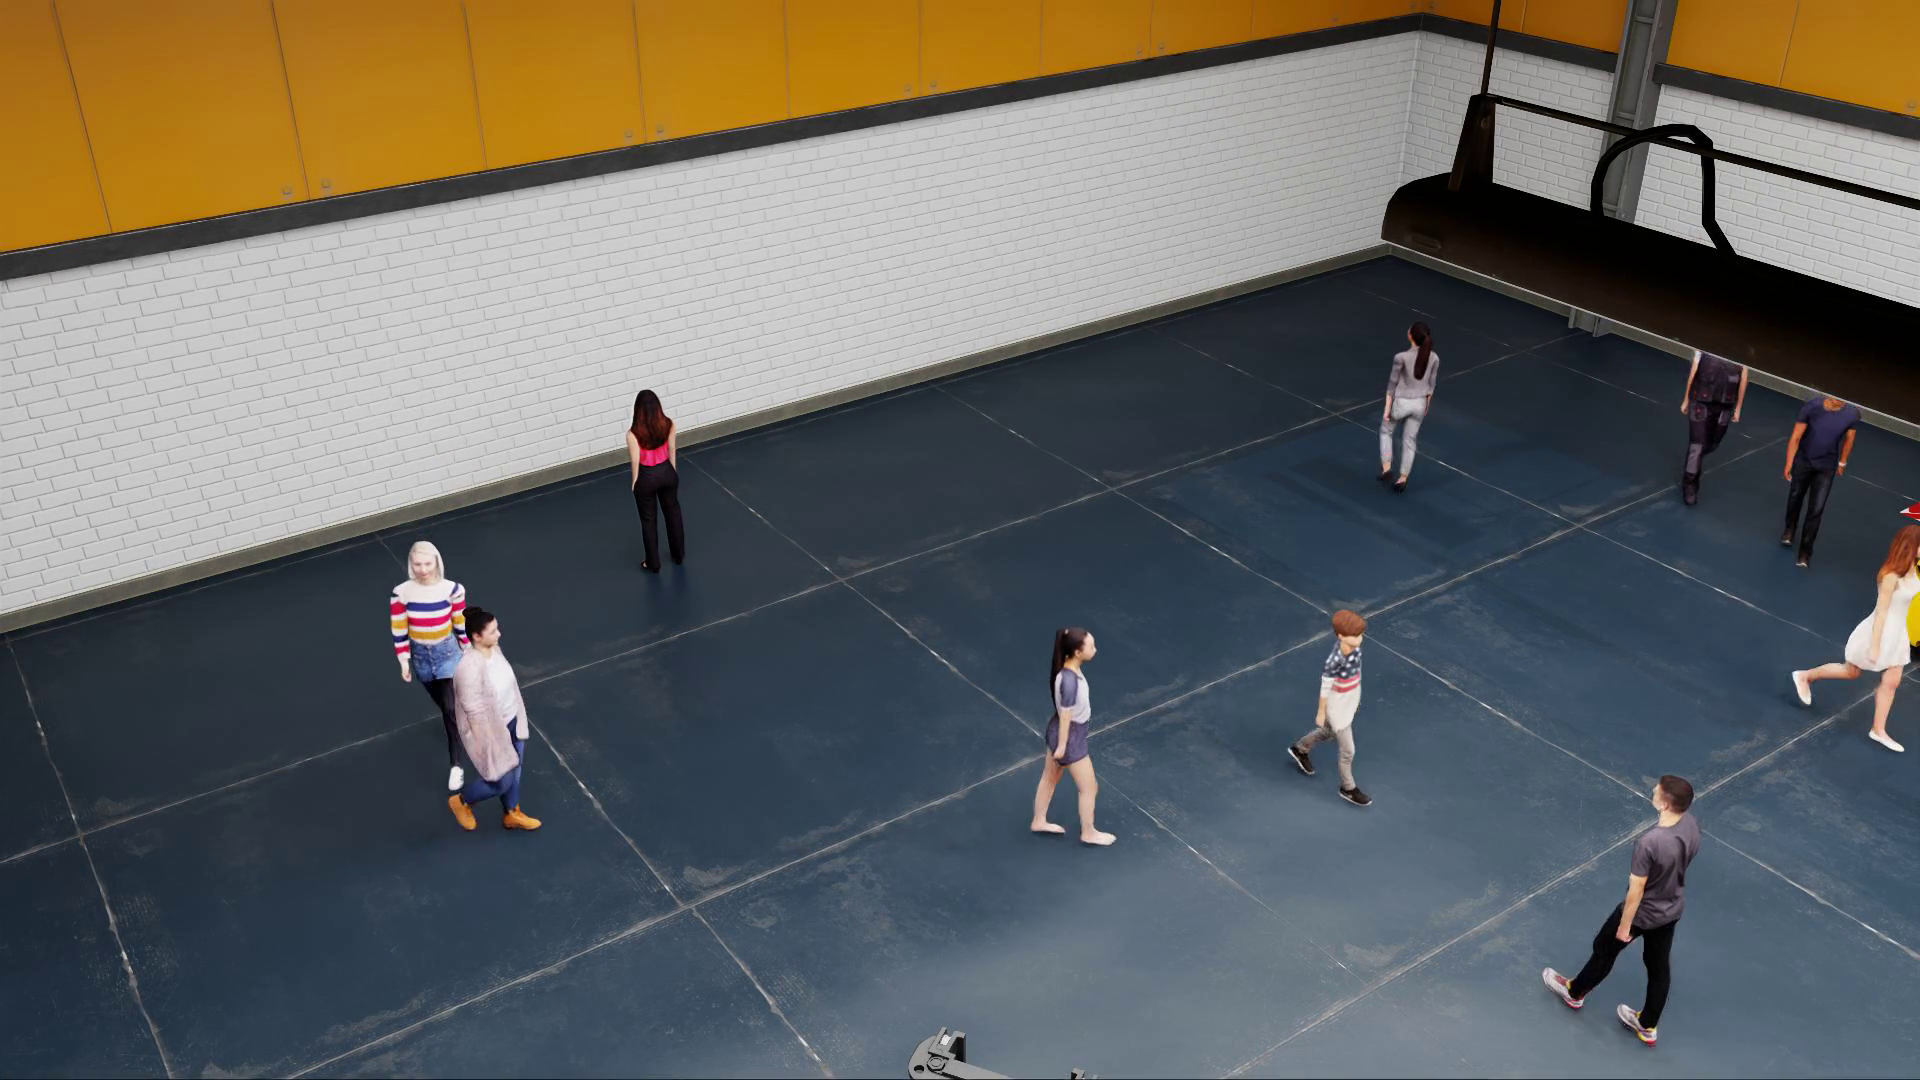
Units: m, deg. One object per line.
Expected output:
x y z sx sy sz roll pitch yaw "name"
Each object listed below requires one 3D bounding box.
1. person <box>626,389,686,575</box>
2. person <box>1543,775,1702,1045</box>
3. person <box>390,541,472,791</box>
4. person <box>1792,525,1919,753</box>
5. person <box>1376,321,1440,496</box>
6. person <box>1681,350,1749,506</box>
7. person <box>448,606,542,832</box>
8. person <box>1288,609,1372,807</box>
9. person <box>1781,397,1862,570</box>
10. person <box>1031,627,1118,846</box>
-2.575 -0.510 14.052 0.571 1.660 0.506 -19 34 -31 "person"
3.873 2.081 9.213 0.689 1.745 0.911 -16 32 -27 "person"
-3.640 0.777 11.578 1.010 1.770 1.233 -4 29 -6 "person"
6.510 0.641 11.915 0.603 1.685 1.113 -17 33 -28 "person"
4.128 -1.168 15.256 0.757 1.661 0.776 -3 29 -6 "person"
6.910 -1.287 15.310 1.135 1.820 1.170 6 29 11 "person"
-3.130 1.205 10.833 1.013 1.732 0.954 4 29 8 "person"
2.548 1.093 11.373 0.984 1.411 0.664 23 36 36 "person"
7.343 -0.688 14.301 1.120 1.733 1.015 15 32 25 "person"
0.604 1.280 10.803 0.886 1.629 0.858 -1 29 -3 "person"
